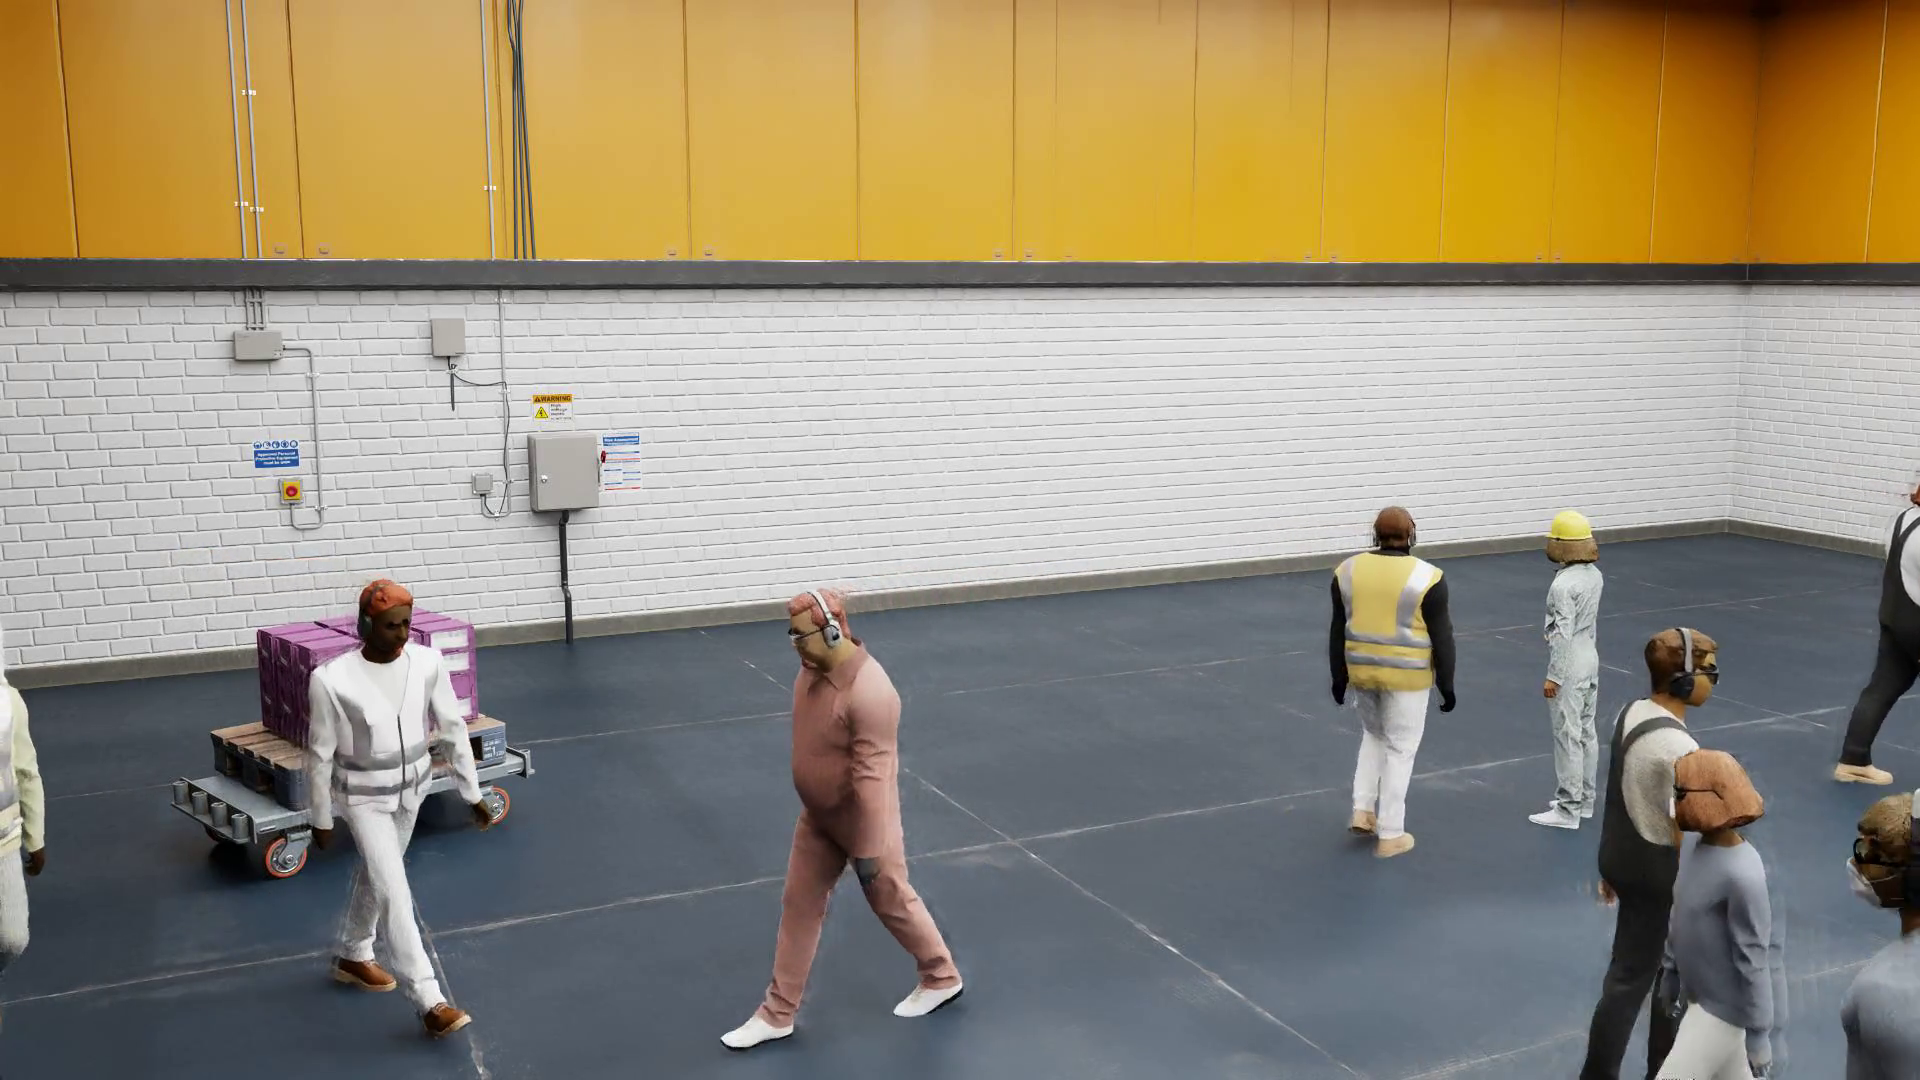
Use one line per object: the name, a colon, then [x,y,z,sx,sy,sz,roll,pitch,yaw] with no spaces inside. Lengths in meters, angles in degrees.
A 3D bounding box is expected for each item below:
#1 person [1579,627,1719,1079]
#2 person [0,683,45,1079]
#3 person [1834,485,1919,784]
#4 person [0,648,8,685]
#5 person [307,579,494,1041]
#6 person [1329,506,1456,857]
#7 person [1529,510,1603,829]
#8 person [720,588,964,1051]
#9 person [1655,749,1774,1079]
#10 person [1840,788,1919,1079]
person: [2.512,1.201,5.788,0.699,1.819,0.527,1,9,5]
person: [-3.774,1.135,6.241,0.602,1.810,0.624,-9,13,-44]
person: [5.693,0.468,9.662,1.024,2.000,0.712,1,9,6]
person: [-4.493,0.942,7.318,0.400,1.847,0.609,6,11,33]
person: [-2.293,1.054,6.716,1.034,1.828,0.596,7,12,38]
person: [2.260,0.733,8.708,0.449,1.819,0.634,-9,13,-44]
person: [3.330,0.704,9.124,0.322,1.741,0.489,8,12,42]
person: [-0.424,1.073,6.579,1.015,1.843,0.684,-6,11,-34]
person: [2.276,1.425,5.139,0.873,1.572,0.510,1,9,5]
person: [2.073,1.480,3.786,0.669,1.916,0.718,-6,11,-34]
